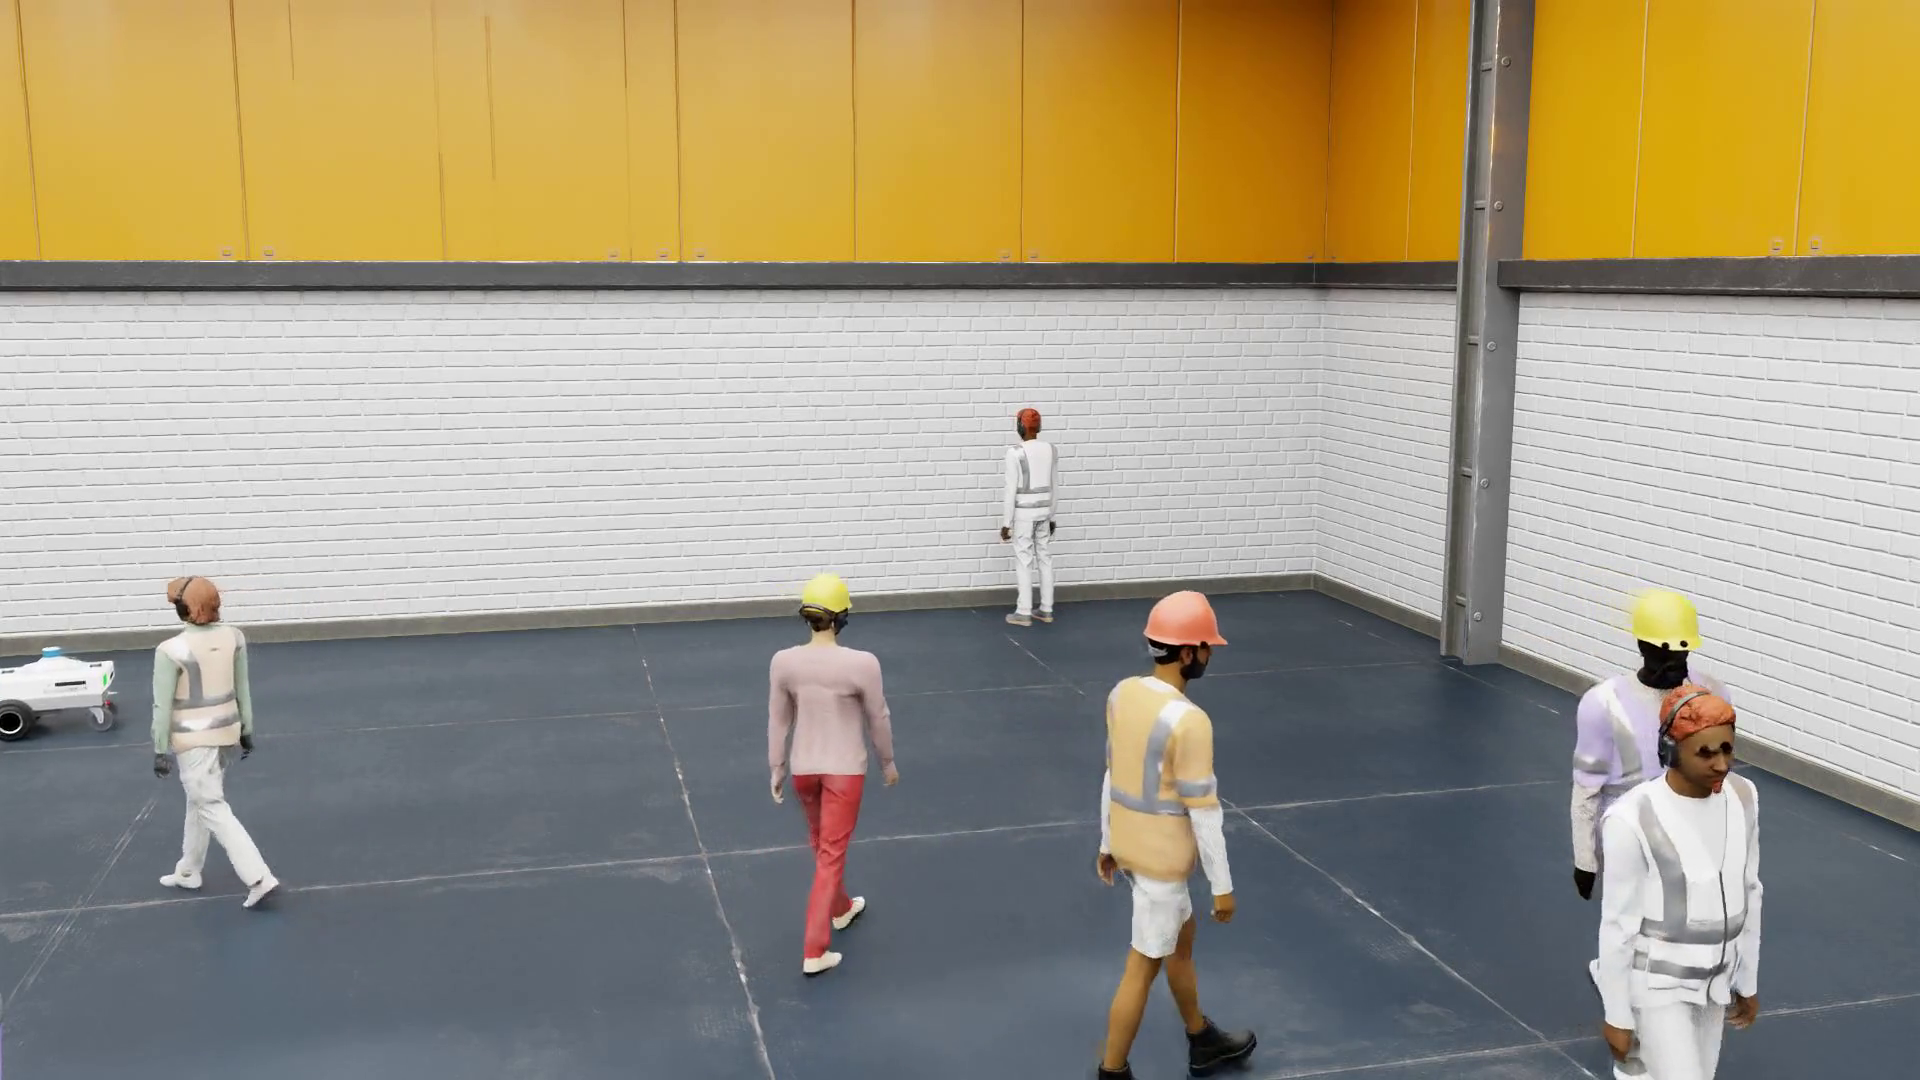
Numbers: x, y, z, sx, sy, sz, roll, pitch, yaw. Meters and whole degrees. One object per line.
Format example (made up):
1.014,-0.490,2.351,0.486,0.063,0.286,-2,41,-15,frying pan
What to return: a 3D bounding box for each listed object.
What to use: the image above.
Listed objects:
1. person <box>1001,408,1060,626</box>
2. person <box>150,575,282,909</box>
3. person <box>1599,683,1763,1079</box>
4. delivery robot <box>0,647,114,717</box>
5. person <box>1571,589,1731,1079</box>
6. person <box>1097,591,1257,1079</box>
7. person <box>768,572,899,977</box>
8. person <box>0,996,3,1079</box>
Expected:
0.616,-0.202,14.373,0.584,1.882,0.337,-6,11,-35,person
-3.591,0.961,7.973,0.816,1.604,0.522,3,10,20,person
2.108,1.312,5.013,0.586,1.861,0.797,-5,10,-27,person
-5.999,0.952,11.010,0.707,0.478,0.477,-3,10,-20,delivery robot
2.532,1.097,6.193,0.596,1.906,0.595,-2,9,-11,person
0.837,1.123,6.033,0.883,1.900,0.584,-4,10,-22,person
-0.563,0.998,7.397,0.533,1.745,0.680,4,10,23,person
-2.561,1.461,4.105,0.563,1.847,0.390,4,10,26,person
